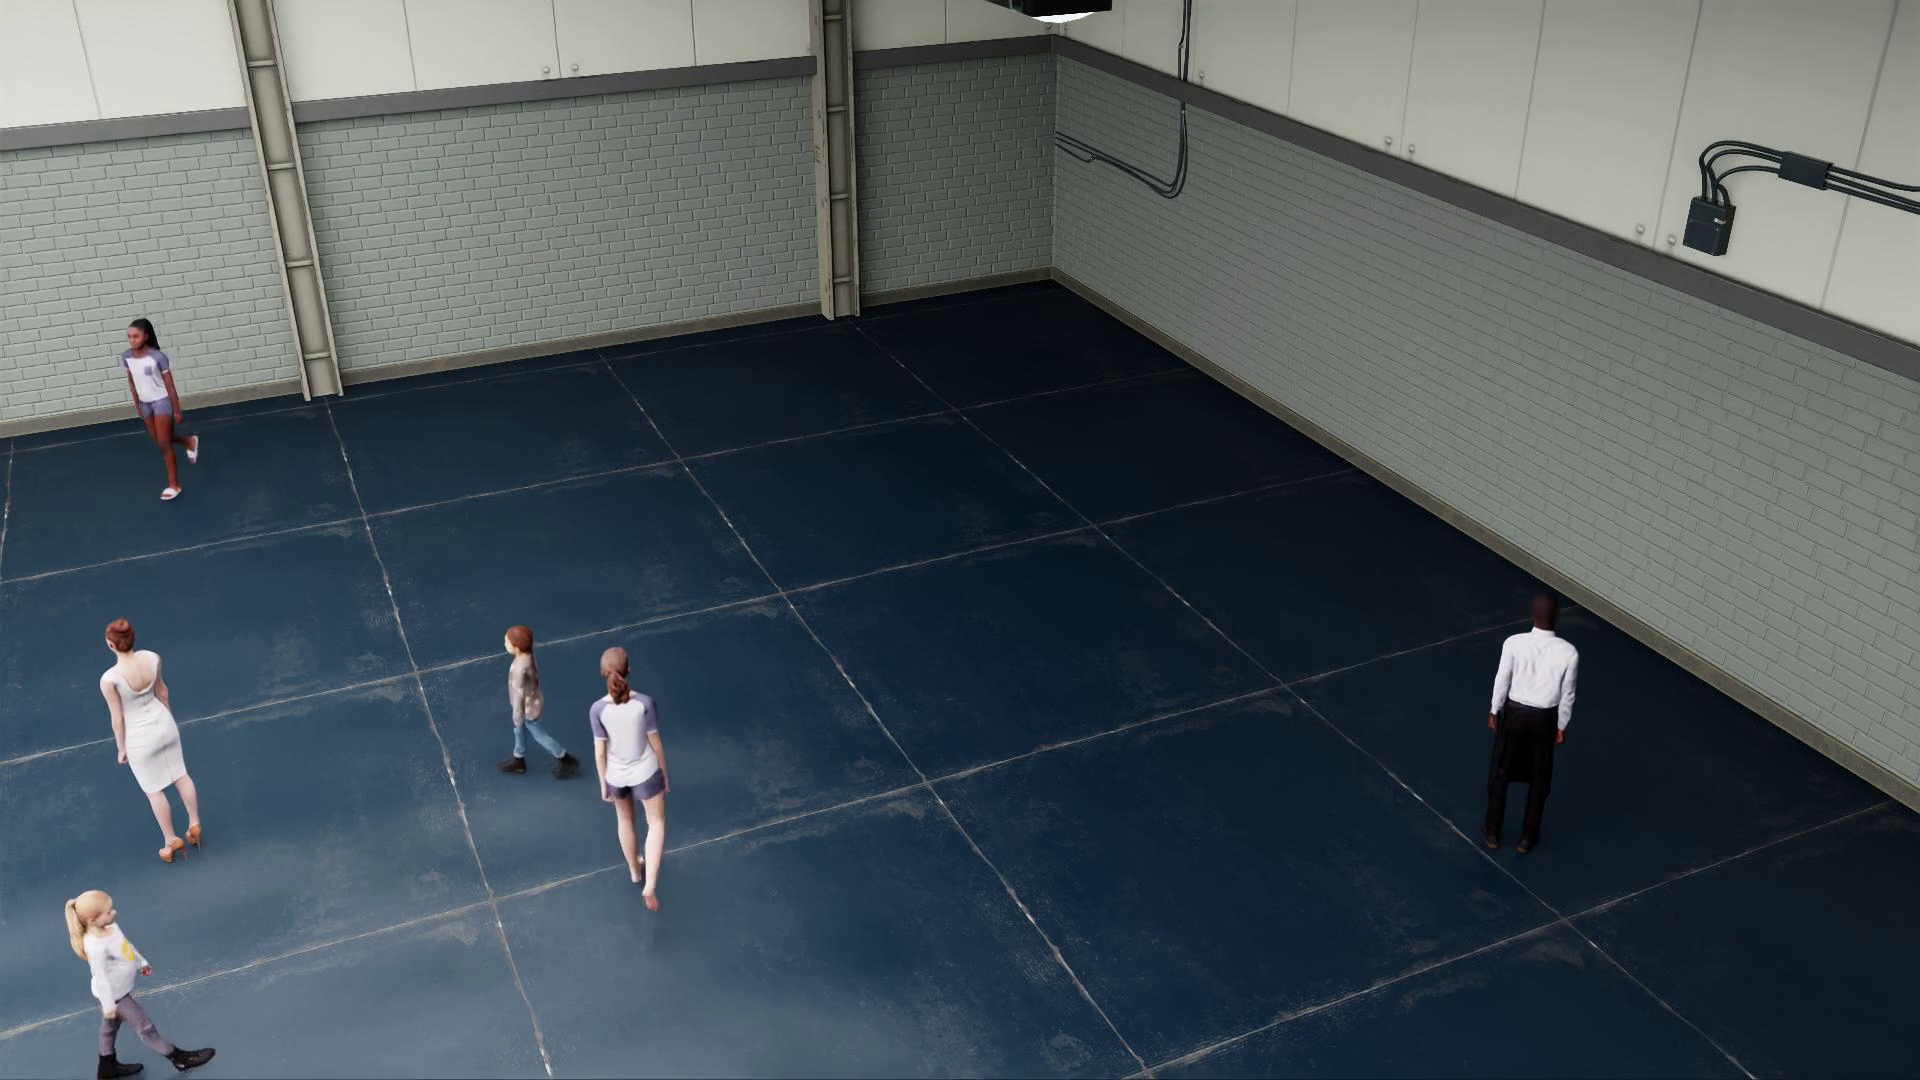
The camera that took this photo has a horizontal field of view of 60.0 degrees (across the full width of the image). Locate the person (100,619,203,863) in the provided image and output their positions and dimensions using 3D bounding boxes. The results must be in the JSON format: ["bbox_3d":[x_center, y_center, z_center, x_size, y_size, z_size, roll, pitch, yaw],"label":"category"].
[{"bbox_3d":[-5.105,1.261,10.494,0.697,1.791,0.594,15,31,27],"label":"person"}]

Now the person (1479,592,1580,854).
[{"bbox_3d":[3.625,1.167,10.629,0.703,1.834,0.765,9,29,17],"label":"person"}]

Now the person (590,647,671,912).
[{"bbox_3d":[-1.992,1.481,10.115,0.942,1.747,0.843,-2,27,-4],"label":"person"}]

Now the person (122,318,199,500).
[{"bbox_3d":[-7.408,-1.259,15.490,1.030,1.697,1.019,4,28,9],"label":"person"}]

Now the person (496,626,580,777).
[{"bbox_3d":[-2.917,1.131,11.419,0.884,1.176,0.697,0,27,-1],"label":"person"}]

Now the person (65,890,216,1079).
[{"bbox_3d":[-4.570,2.405,8.858,0.851,1.254,0.555,-10,29,-18],"label":"person"}]
